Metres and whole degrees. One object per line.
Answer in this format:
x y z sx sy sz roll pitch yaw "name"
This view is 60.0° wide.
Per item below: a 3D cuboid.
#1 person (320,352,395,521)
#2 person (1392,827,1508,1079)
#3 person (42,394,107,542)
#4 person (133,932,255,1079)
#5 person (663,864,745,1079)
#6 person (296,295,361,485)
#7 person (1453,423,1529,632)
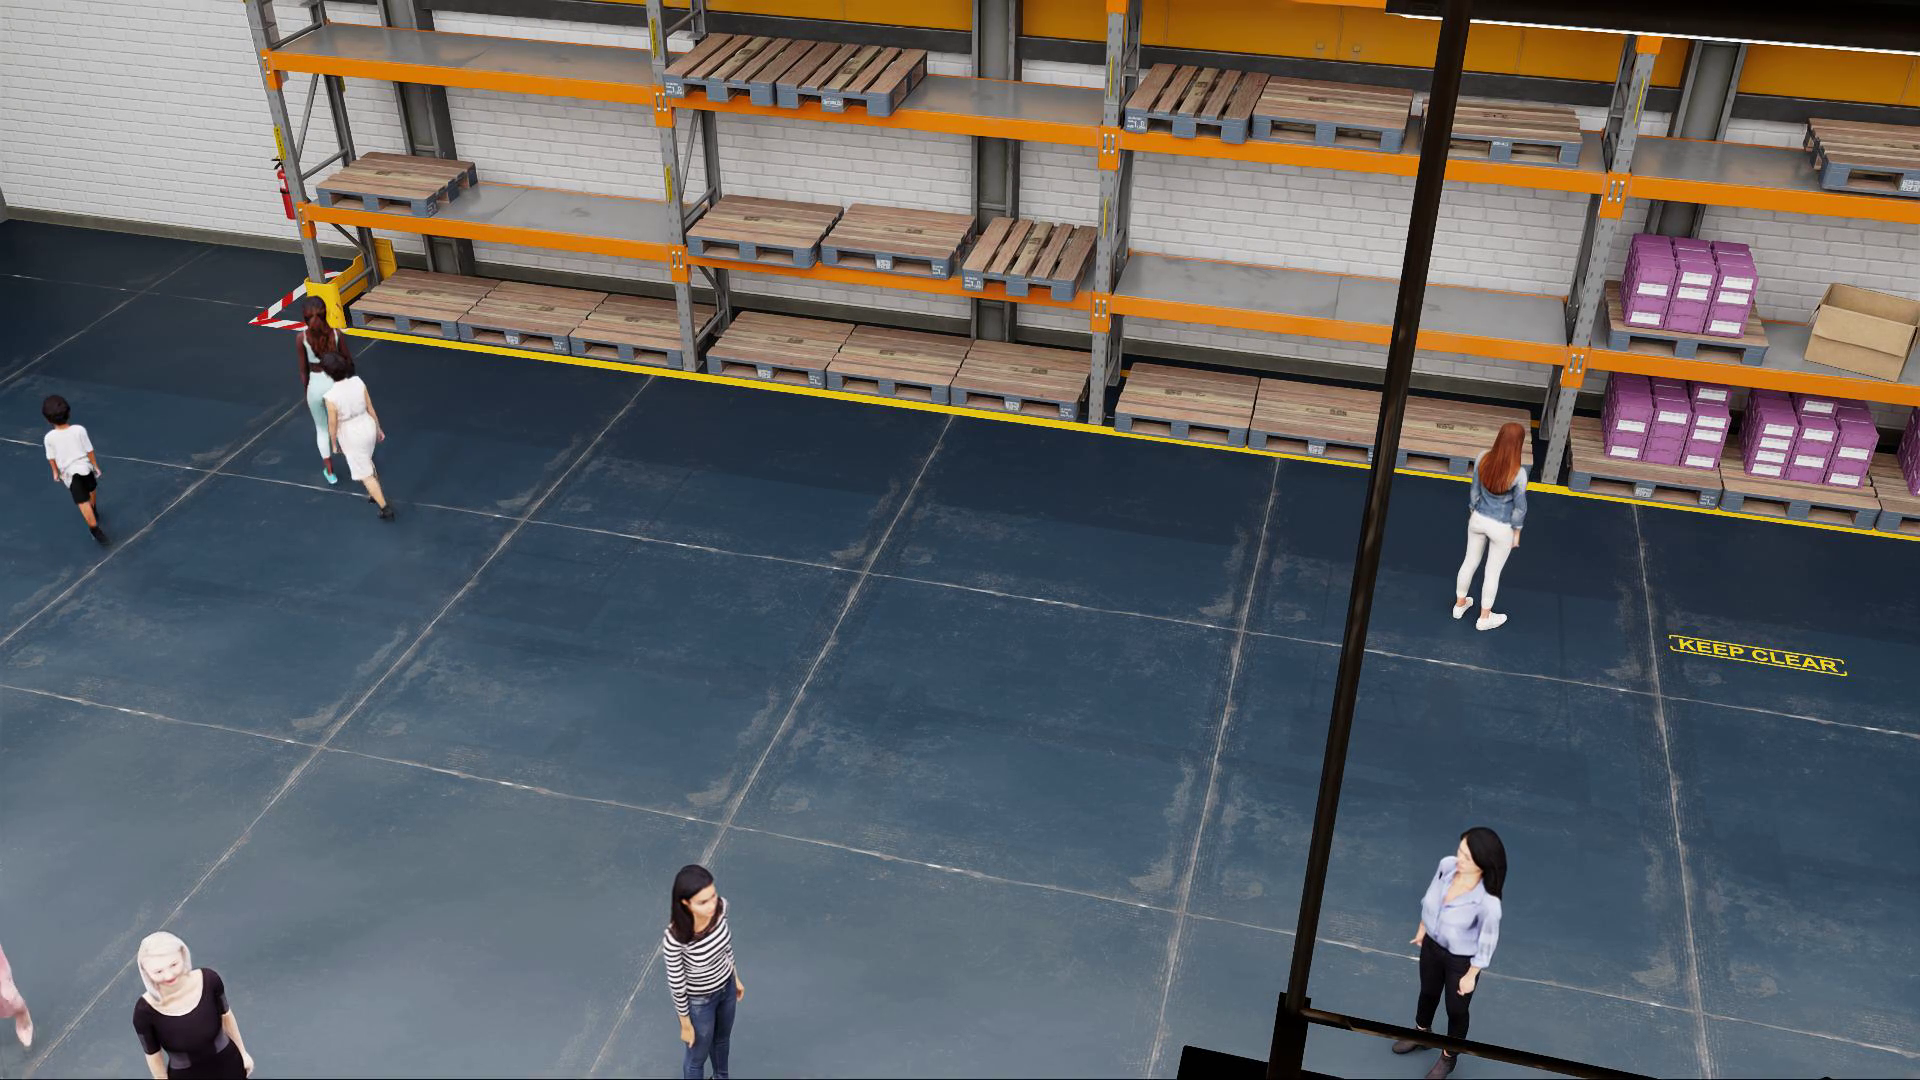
-4.834 -0.794 13.486 0.739 1.529 0.662 22 39 29 "person"
2.610 2.191 8.801 0.773 1.744 0.727 -15 37 -22 "person"
-7.112 -0.558 13.394 0.801 1.238 0.928 -24 40 -31 "person"
-3.680 2.599 8.109 0.655 1.830 0.659 28 43 35 "person"
-1.299 2.348 8.517 0.588 1.797 0.639 20 39 27 "person"
-5.281 -1.231 13.969 0.710 1.723 0.785 -14 36 -20 "person"
3.929 -0.106 12.295 0.749 1.703 0.646 -25 41 -33 "person"
